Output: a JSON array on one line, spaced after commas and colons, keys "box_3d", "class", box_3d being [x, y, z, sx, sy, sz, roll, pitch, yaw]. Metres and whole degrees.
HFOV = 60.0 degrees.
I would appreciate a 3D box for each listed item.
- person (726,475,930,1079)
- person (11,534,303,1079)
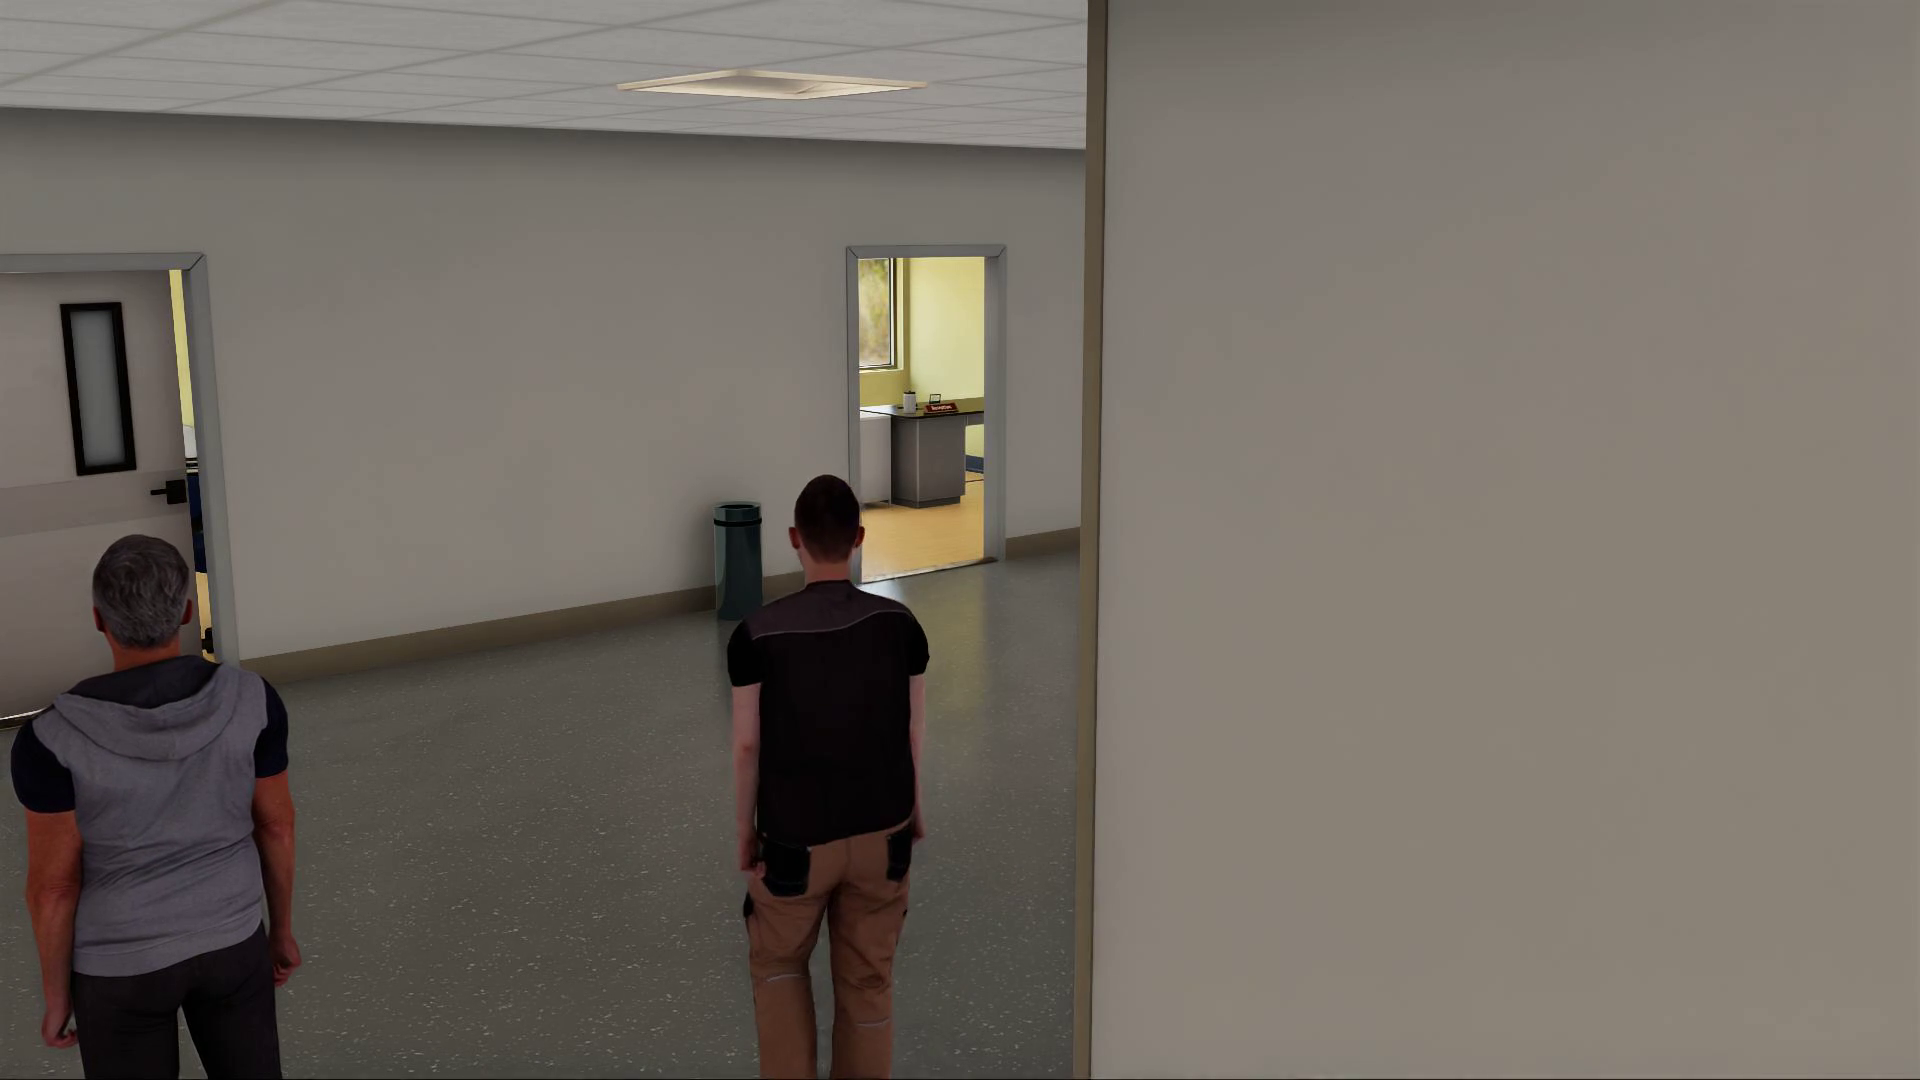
[{"box_3d": [-0.307, 0.759, 4.205, 0.803, 1.830, 0.882, -2, 11, -13], "class": "person"}, {"box_3d": [-1.649, 0.891, 3.508, 0.492, 1.830, 0.743, -9, 14, -41], "class": "person"}]
